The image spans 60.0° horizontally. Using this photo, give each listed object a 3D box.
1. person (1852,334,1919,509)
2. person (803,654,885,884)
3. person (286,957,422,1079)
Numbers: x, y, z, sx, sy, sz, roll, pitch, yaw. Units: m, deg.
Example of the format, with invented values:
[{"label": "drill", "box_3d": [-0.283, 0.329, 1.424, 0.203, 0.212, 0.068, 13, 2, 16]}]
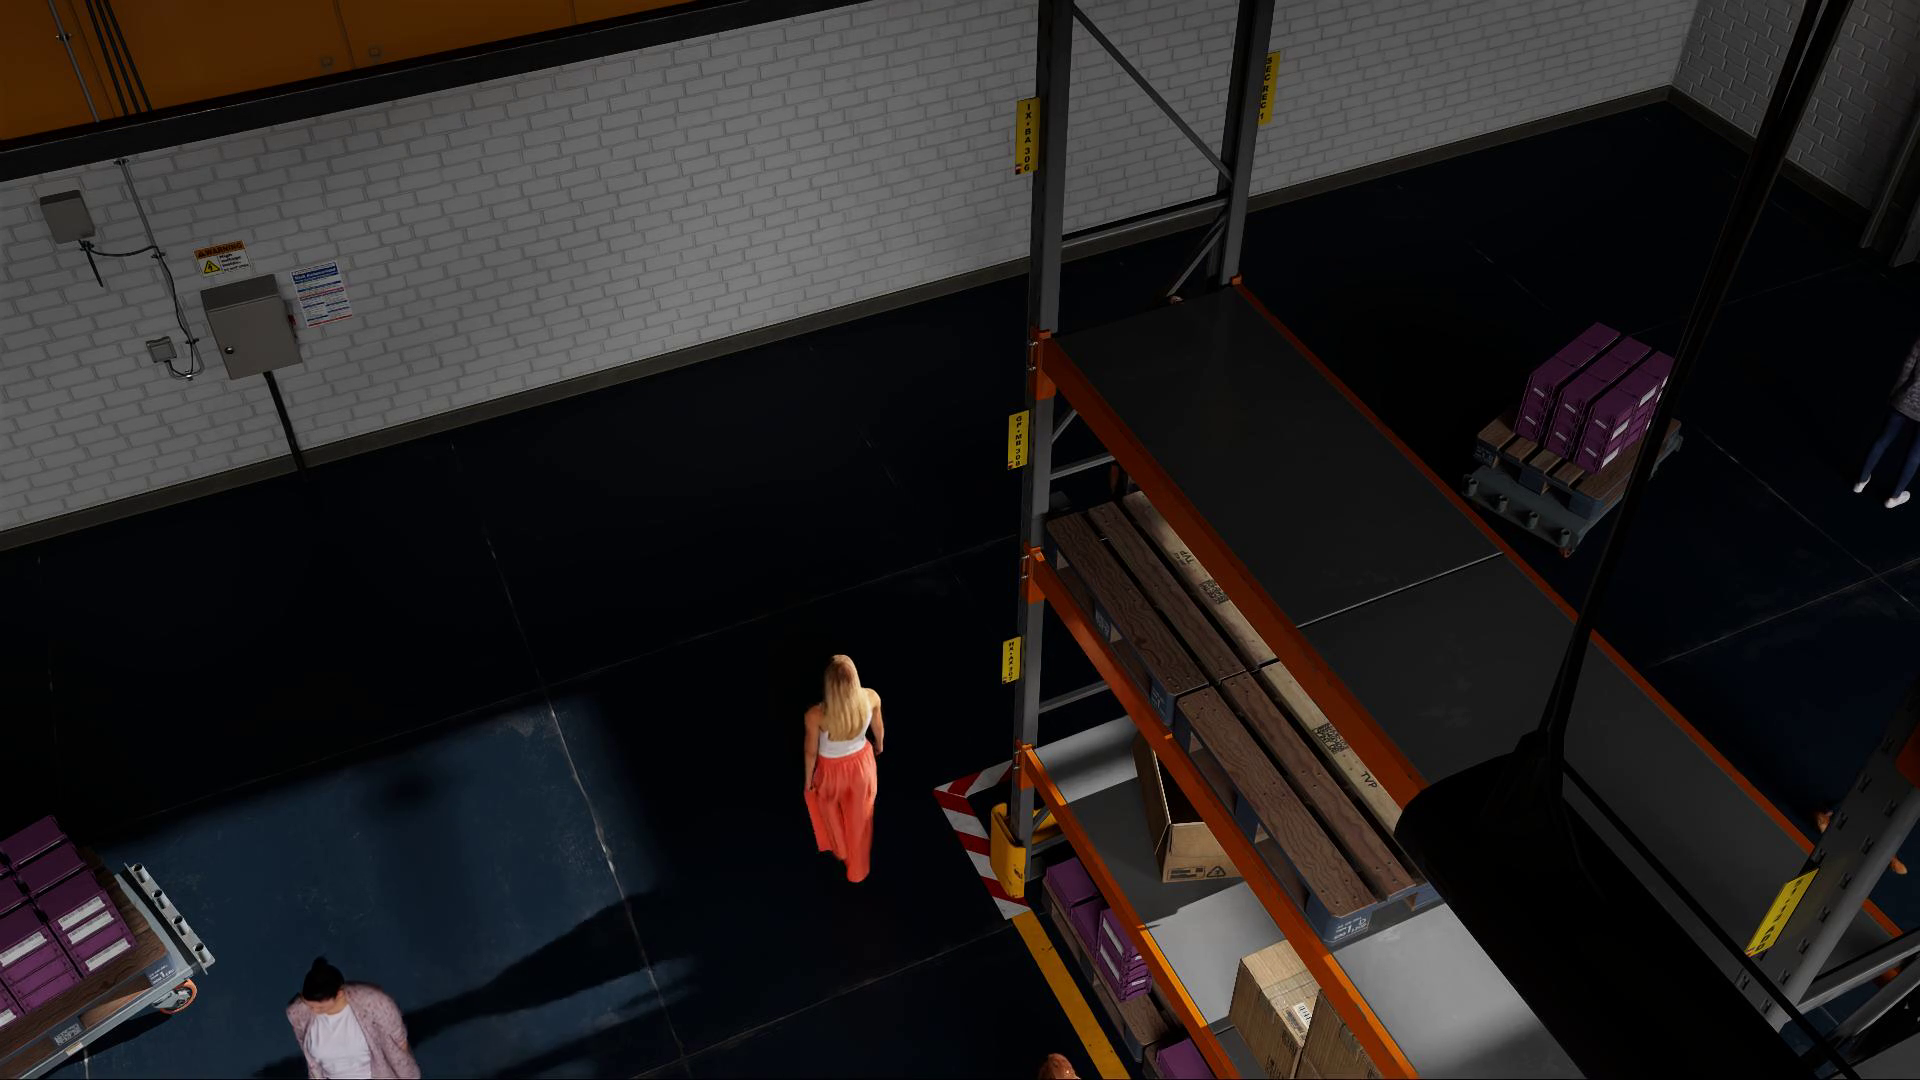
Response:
[{"label": "person", "box_3d": [6.919, -0.987, 11.982, 0.727, 1.735, 0.563, -32, 52, -29]}, {"label": "person", "box_3d": [-0.634, 1.378, 9.458, 0.718, 1.792, 0.818, -12, 45, -13]}, {"label": "person", "box_3d": [-2.961, 2.557, 8.255, 0.779, 1.744, 0.767, -1, 44, -1]}]
